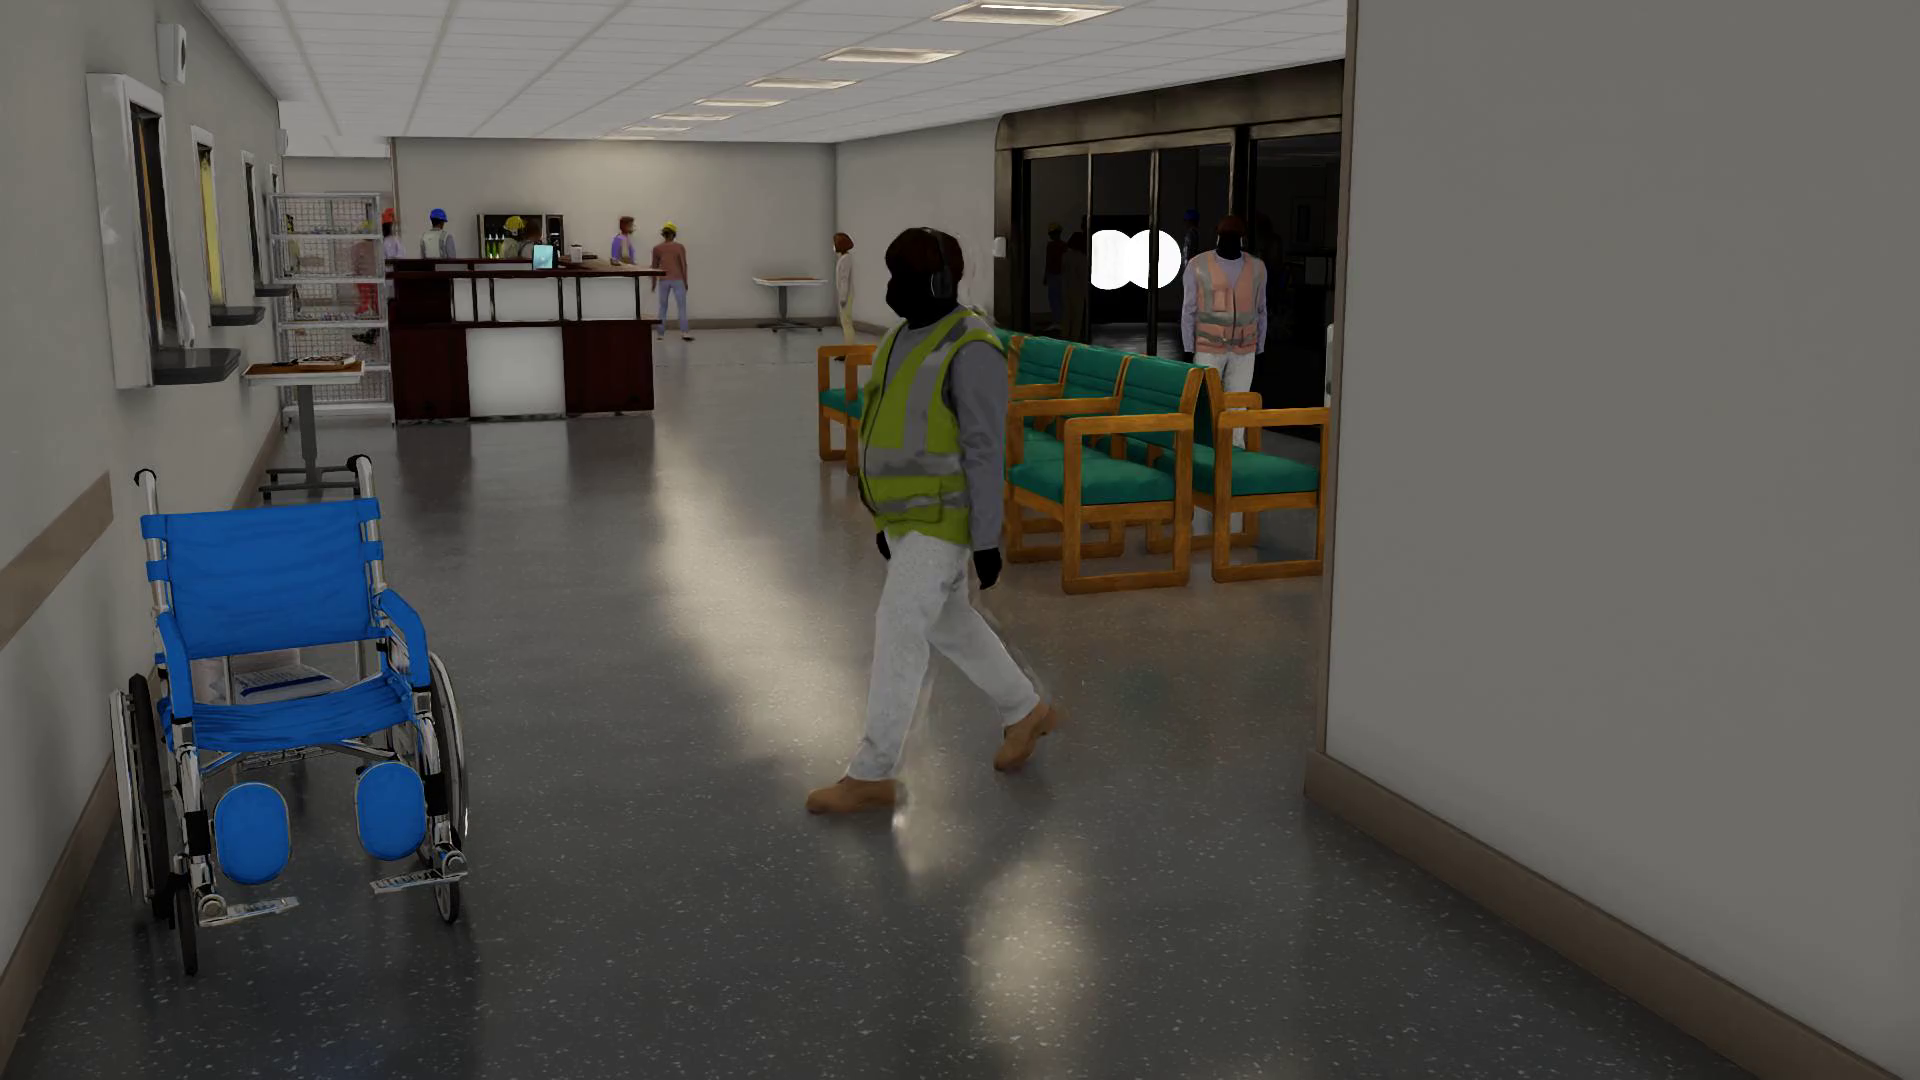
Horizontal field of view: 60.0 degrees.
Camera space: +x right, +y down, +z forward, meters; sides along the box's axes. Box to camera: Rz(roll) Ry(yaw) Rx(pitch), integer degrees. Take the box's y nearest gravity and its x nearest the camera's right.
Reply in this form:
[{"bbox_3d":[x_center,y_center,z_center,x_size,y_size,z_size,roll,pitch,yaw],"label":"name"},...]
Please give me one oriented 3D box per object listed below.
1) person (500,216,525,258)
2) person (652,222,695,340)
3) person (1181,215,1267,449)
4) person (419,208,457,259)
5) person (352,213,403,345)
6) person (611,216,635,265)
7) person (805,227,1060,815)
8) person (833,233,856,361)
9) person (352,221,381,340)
[{"bbox_3d":[-5.881,-3.370,22.068,0.404,1.834,0.592,-5,12,-26],"label":"person"},{"bbox_3d":[-4.281,-3.832,24.690,0.615,1.757,0.397,3,11,14],"label":"person"},{"bbox_3d":[1.850,-1.332,11.610,0.619,1.838,0.430,-2,11,-8],"label":"person"},{"bbox_3d":[-7.733,-3.950,24.762,0.603,1.944,0.391,4,12,19],"label":"person"},{"bbox_3d":[-8.184,-3.721,23.800,0.993,1.866,0.536,-1,11,-5],"label":"person"},{"bbox_3d":[-4.978,-3.853,24.602,0.416,1.828,0.610,-5,12,-25],"label":"person"},{"bbox_3d":[-0.052,-0.076,5.254,0.923,1.811,0.630,-5,12,-26],"label":"person"},{"bbox_3d":[-1.471,-3.090,21.184,0.284,1.628,0.504,0,11,-1],"label":"person"},{"bbox_3d":[-8.801,-3.850,24.733,0.535,1.753,0.541,8,14,36],"label":"person"}]
